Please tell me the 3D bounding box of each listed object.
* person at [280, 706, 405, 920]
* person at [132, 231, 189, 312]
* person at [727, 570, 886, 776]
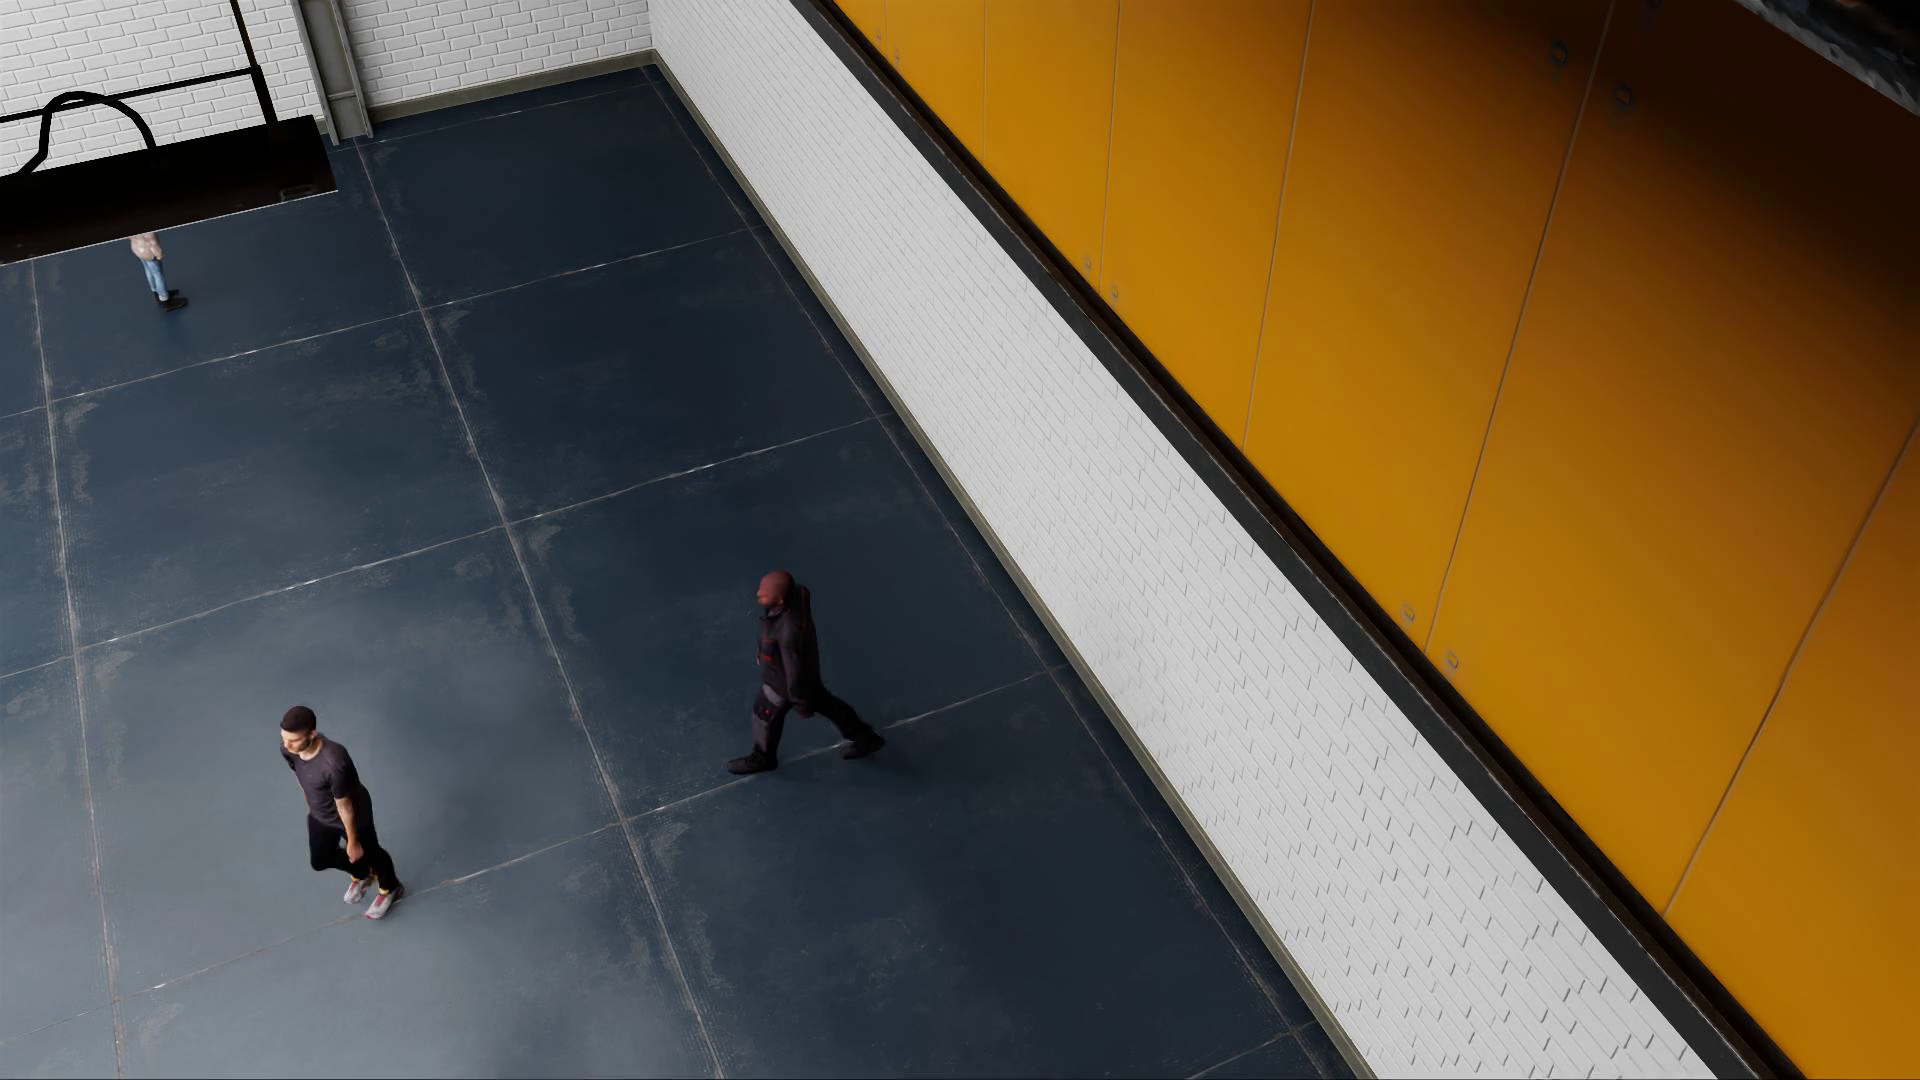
[{"bbox_3d":[-3.448,1.492,9.423,0.762,1.749,0.806,18,46,18],"label":"person"},{"bbox_3d":[-6.850,-2.474,13.989,0.531,1.194,0.550,33,53,30],"label":"person"},{"bbox_3d":[-0.909,0.807,10.107,1.346,1.798,1.065,2,44,2],"label":"person"}]
